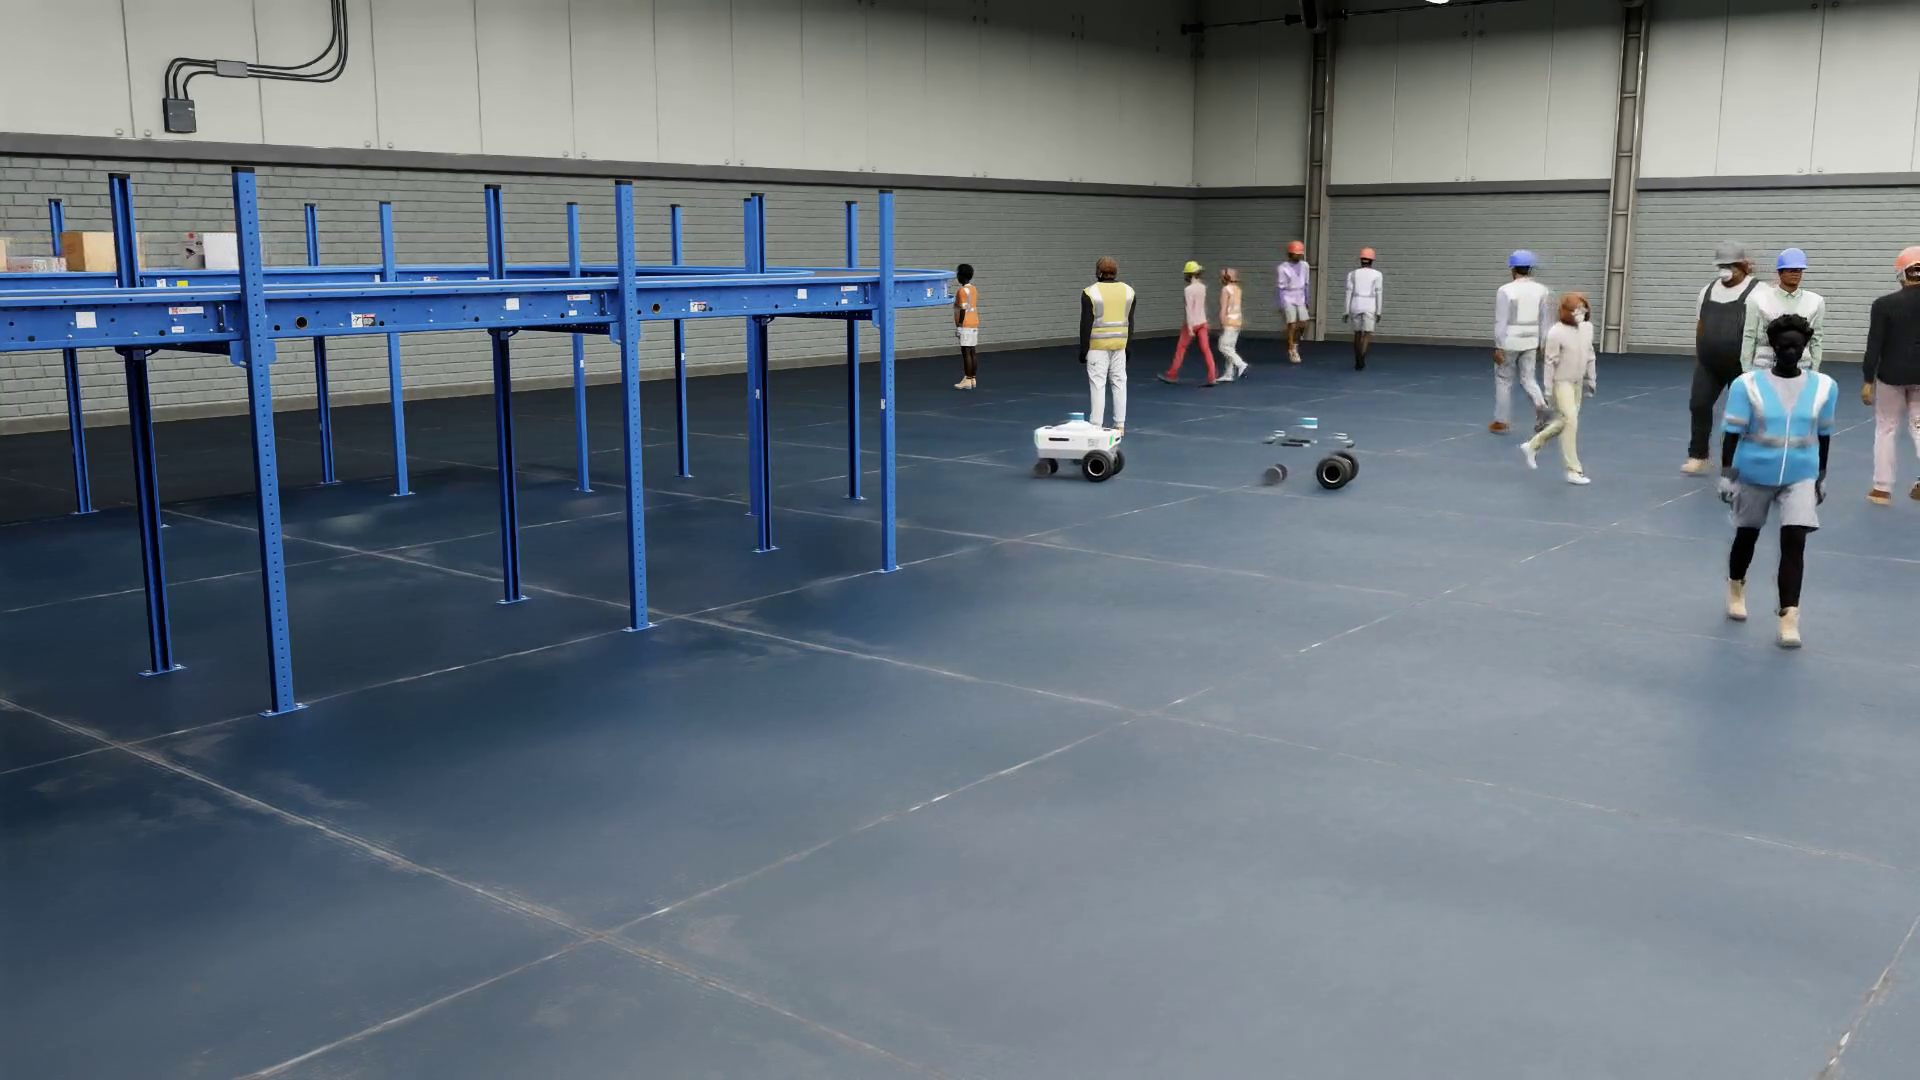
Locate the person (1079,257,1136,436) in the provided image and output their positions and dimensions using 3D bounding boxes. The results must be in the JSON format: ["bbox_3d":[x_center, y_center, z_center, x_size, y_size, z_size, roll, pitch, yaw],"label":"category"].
[{"bbox_3d":[1.493,-1.980,17.124,0.625,1.844,0.429,-5,11,-24],"label":"person"}]

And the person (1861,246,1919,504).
[{"bbox_3d":[7.208,-1.227,12.587,0.641,1.976,0.732,2,10,11],"label":"person"}]

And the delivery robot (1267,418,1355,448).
[{"bbox_3d":[2.924,-0.901,13.846,0.698,0.223,0.335,4,11,23],"label":"delivery robot"}]

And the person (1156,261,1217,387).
[{"bbox_3d":[3.204,-2.990,23.067,0.917,1.719,0.530,10,14,43],"label":"person"}]

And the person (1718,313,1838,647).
[{"bbox_3d":[4.184,-0.344,8.571,0.540,1.657,0.869,3,11,15],"label":"person"}]

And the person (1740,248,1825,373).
[{"bbox_3d":[6.649,-1.378,13.481,0.605,1.951,0.381,2,10,12],"label":"person"}]

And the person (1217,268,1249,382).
[{"bbox_3d":[3.874,-3.042,23.593,0.506,1.618,0.556,7,13,36],"label":"person"}]

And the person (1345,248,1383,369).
[{"bbox_3d":[6.295,-3.606,25.983,0.552,1.912,0.758,5,11,25],"label":"person"}]

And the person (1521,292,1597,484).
[{"bbox_3d":[5.043,-1.298,14.005,0.537,1.596,0.703,-7,12,-33],"label":"person"}]

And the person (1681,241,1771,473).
[{"bbox_3d":[6.547,-1.535,14.221,0.723,2.000,0.712,-8,13,-37],"label":"person"}]

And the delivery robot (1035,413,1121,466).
[{"bbox_3d":[1.006,-0.847,14.265,0.707,0.478,0.477,3,11,18],"label":"delivery robot"}]

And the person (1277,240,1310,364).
[{"bbox_3d":[5.486,-3.888,27.220,0.650,2.008,0.489,-4,11,-22],"label":"person"}]

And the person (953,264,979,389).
[{"bbox_3d":[0.079,-2.915,22.702,0.320,1.697,0.532,3,11,19],"label":"person"}]

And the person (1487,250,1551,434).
[{"bbox_3d":[5.820,-2.036,17.211,0.624,1.923,0.816,-3,11,-16],"label":"person"}]
